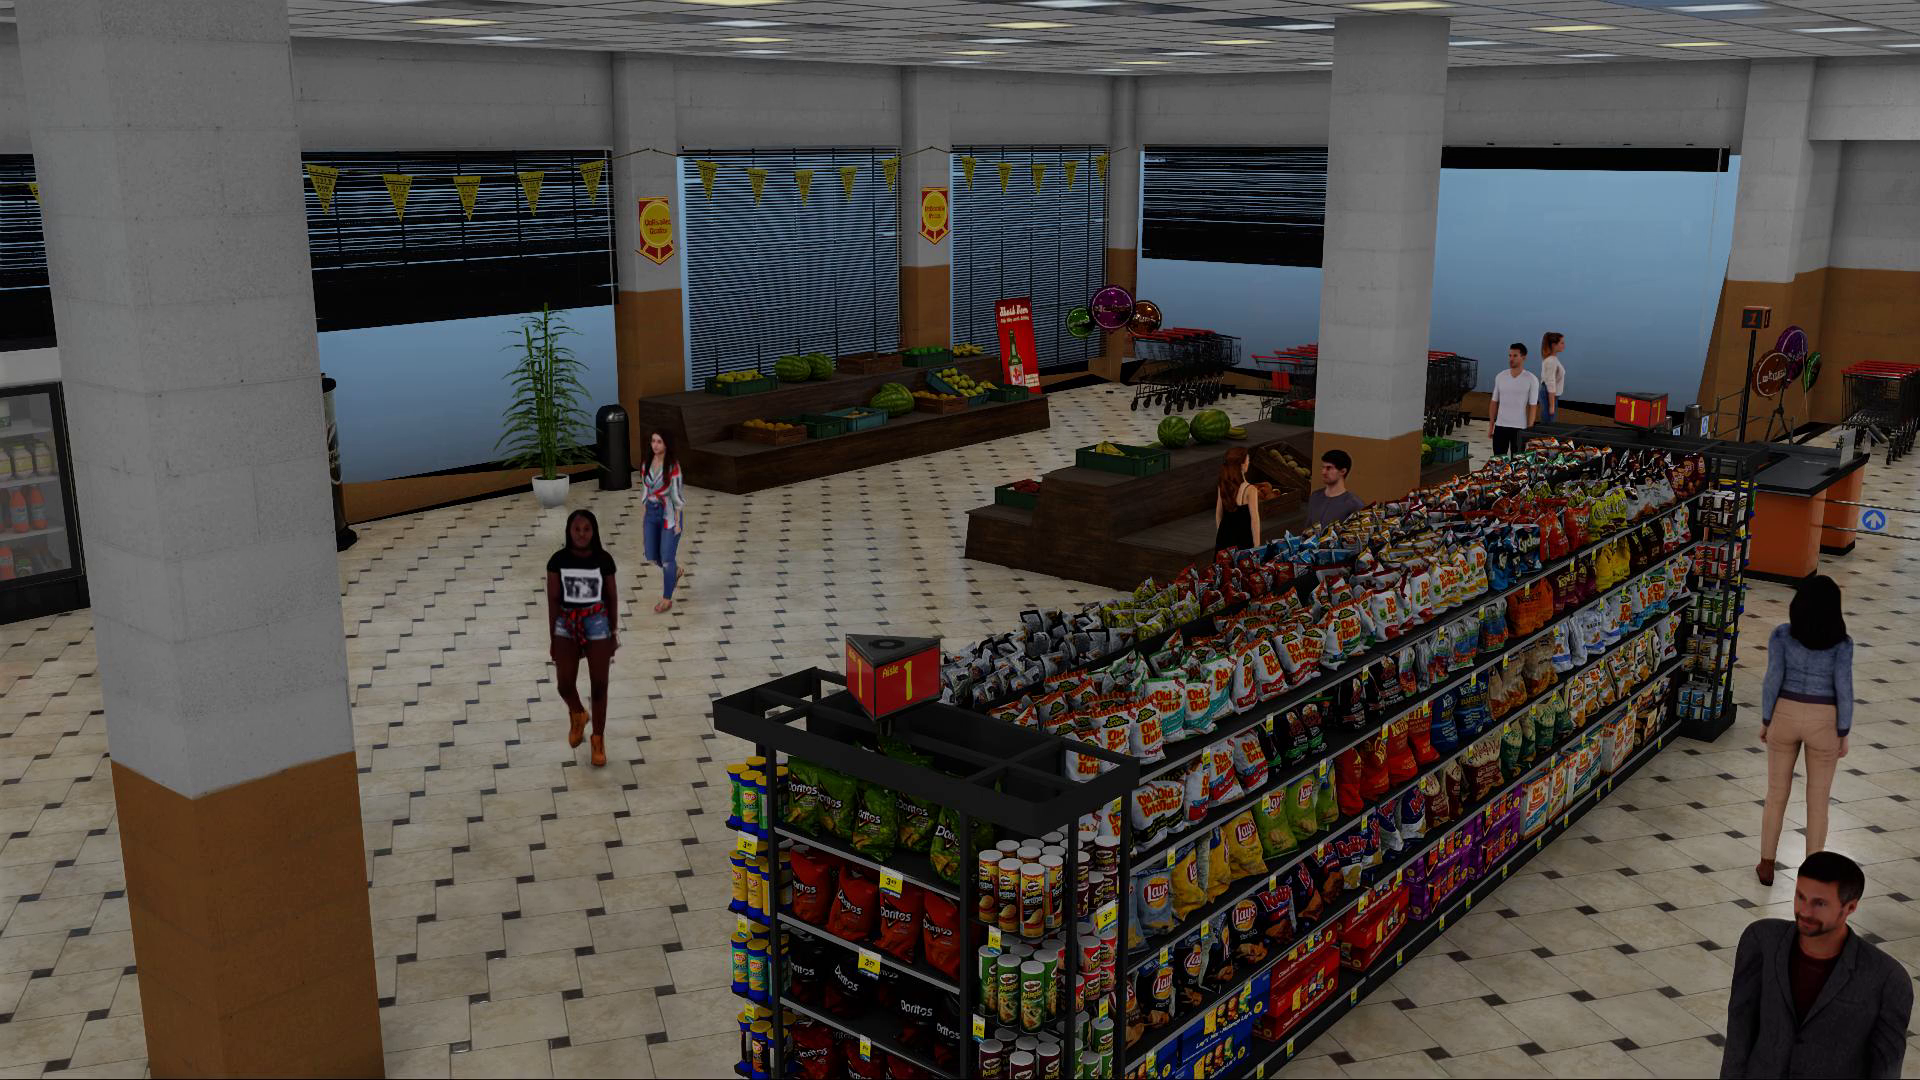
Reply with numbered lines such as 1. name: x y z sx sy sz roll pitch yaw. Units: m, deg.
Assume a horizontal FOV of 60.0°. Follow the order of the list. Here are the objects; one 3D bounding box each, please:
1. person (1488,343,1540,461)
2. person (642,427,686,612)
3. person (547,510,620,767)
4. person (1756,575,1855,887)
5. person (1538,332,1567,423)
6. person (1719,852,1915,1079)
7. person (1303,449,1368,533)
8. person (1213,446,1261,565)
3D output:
1. person: 6.099 -1.255 18.371 0.663 1.851 0.555 12 18 40
2. person: -2.543 -0.195 14.535 0.727 1.599 0.862 6 15 23
3. person: -2.465 0.622 10.923 0.819 1.713 0.873 -2 14 -8
4. person: 4.590 1.045 9.052 0.607 1.774 0.565 10 17 36
5. person: 7.249 -1.698 20.477 0.742 1.719 0.598 4 14 15
6. person: 2.737 1.877 5.414 0.599 1.871 0.704 -13 19 -43
7. person: 2.710 0.250 12.161 0.610 1.853 0.719 -11 17 -37
8. person: 2.239 0.031 13.547 0.612 1.624 0.616 -11 18 -39
